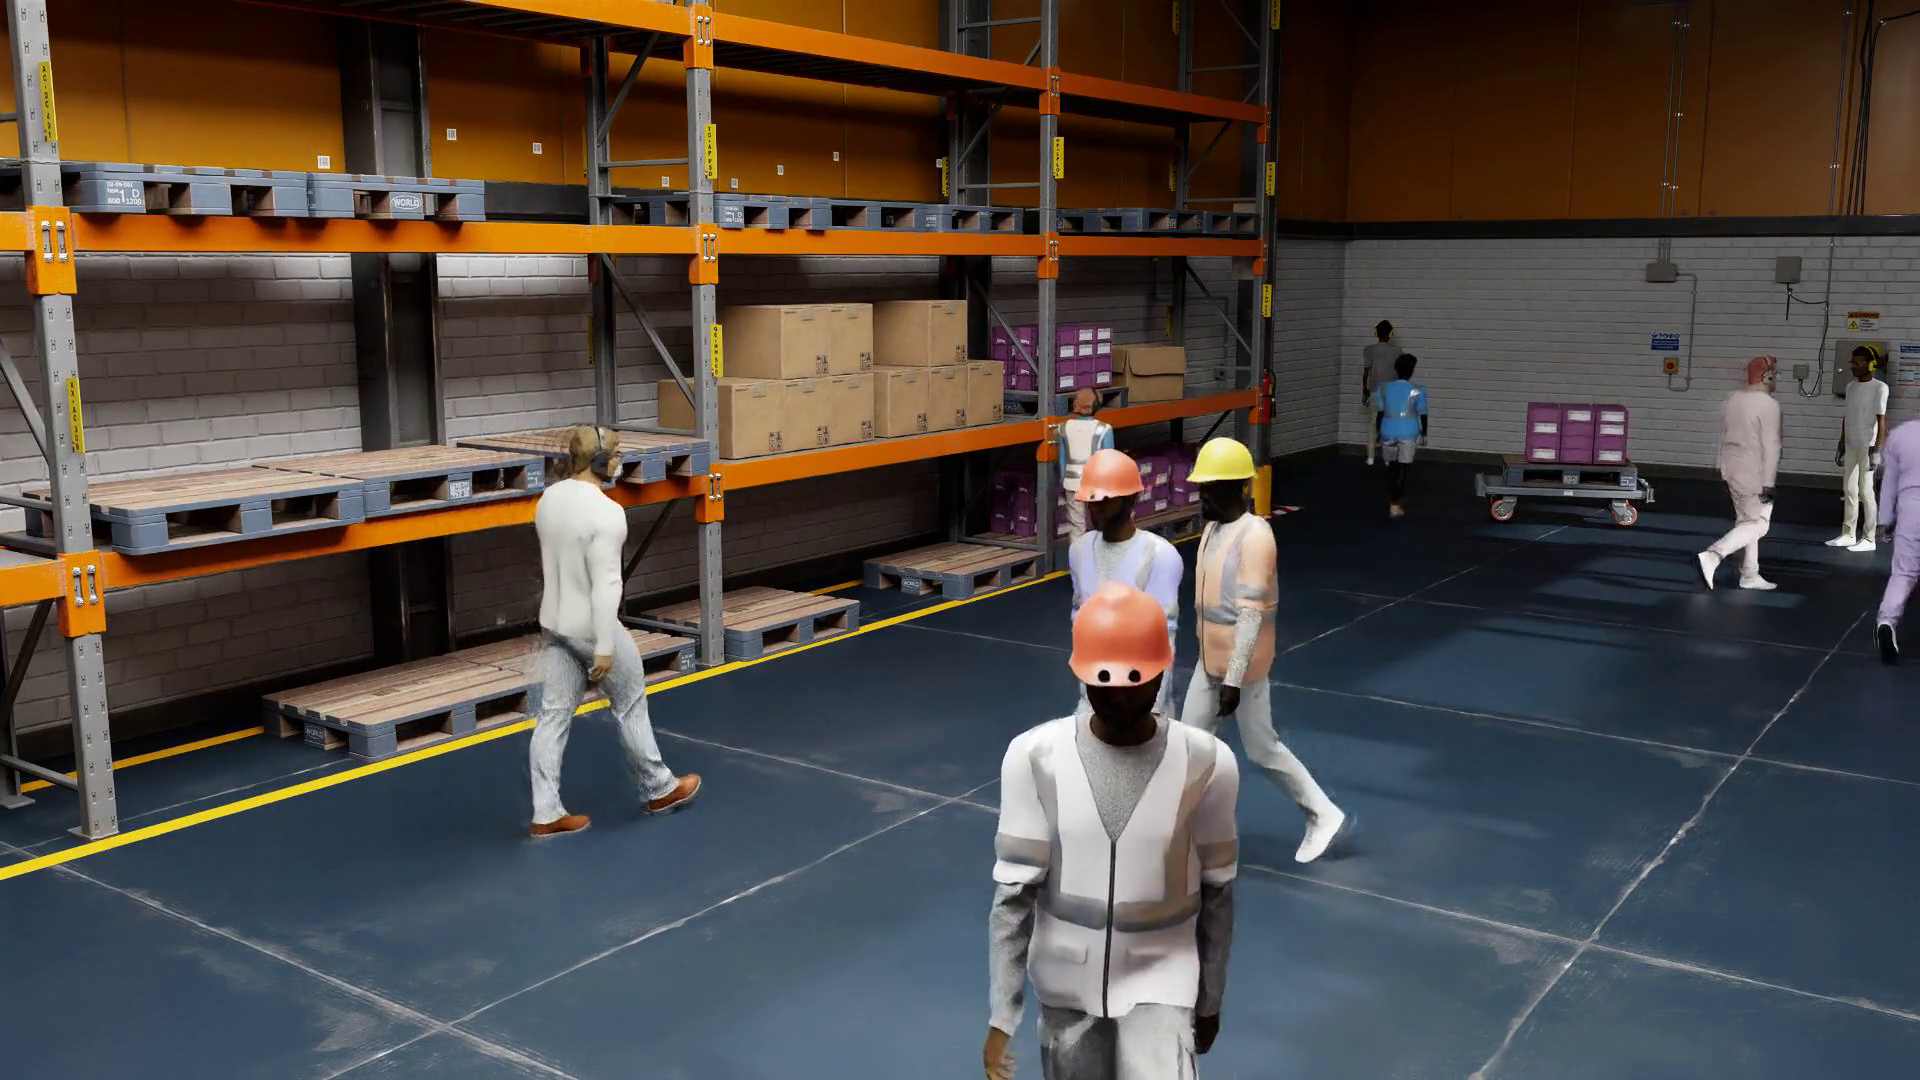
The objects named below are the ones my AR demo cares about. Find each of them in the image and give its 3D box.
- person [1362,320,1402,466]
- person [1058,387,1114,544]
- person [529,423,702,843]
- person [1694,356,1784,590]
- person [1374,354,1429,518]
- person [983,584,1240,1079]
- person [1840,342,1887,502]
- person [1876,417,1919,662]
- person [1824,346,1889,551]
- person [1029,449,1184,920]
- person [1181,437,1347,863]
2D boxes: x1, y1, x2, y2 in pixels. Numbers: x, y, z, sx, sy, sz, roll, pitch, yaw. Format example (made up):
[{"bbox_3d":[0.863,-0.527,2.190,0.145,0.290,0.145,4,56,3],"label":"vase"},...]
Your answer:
[{"bbox_3d":[5.428,-1.886,21.378,0.512,1.872,0.328,3,10,18],"label":"person"},{"bbox_3d":[1.012,-0.403,13.257,0.527,1.636,0.377,6,11,31],"label":"person"},{"bbox_3d":[-1.628,0.404,7.679,0.630,1.892,0.958,8,12,40],"label":"person"},{"bbox_3d":[6.185,-0.511,13.139,0.719,1.890,0.652,-1,10,-6],"label":"person"},{"bbox_3d":[4.600,-1.085,17.200,0.539,1.665,0.752,7,12,37],"label":"person"},{"bbox_3d":[0.340,1.049,3.764,0.552,1.908,0.724,2,10,11],"label":"person"},{"bbox_3d":[9.907,-1.289,18.195,0.486,1.746,0.290,-8,12,-40],"label":"person"},{"bbox_3d":[6.317,-0.120,10.842,0.817,1.880,0.652,-9,13,-42],"label":"person"},{"bbox_3d":[8.182,-0.830,15.129,0.316,1.861,0.514,-2,10,-10],"label":"person"},{"bbox_3d":[0.627,0.581,6.650,0.565,1.884,0.986,7,12,38],"label":"person"},{"bbox_3d":[1.230,0.495,7.159,0.941,1.893,0.601,-3,10,-17],"label":"person"}]
